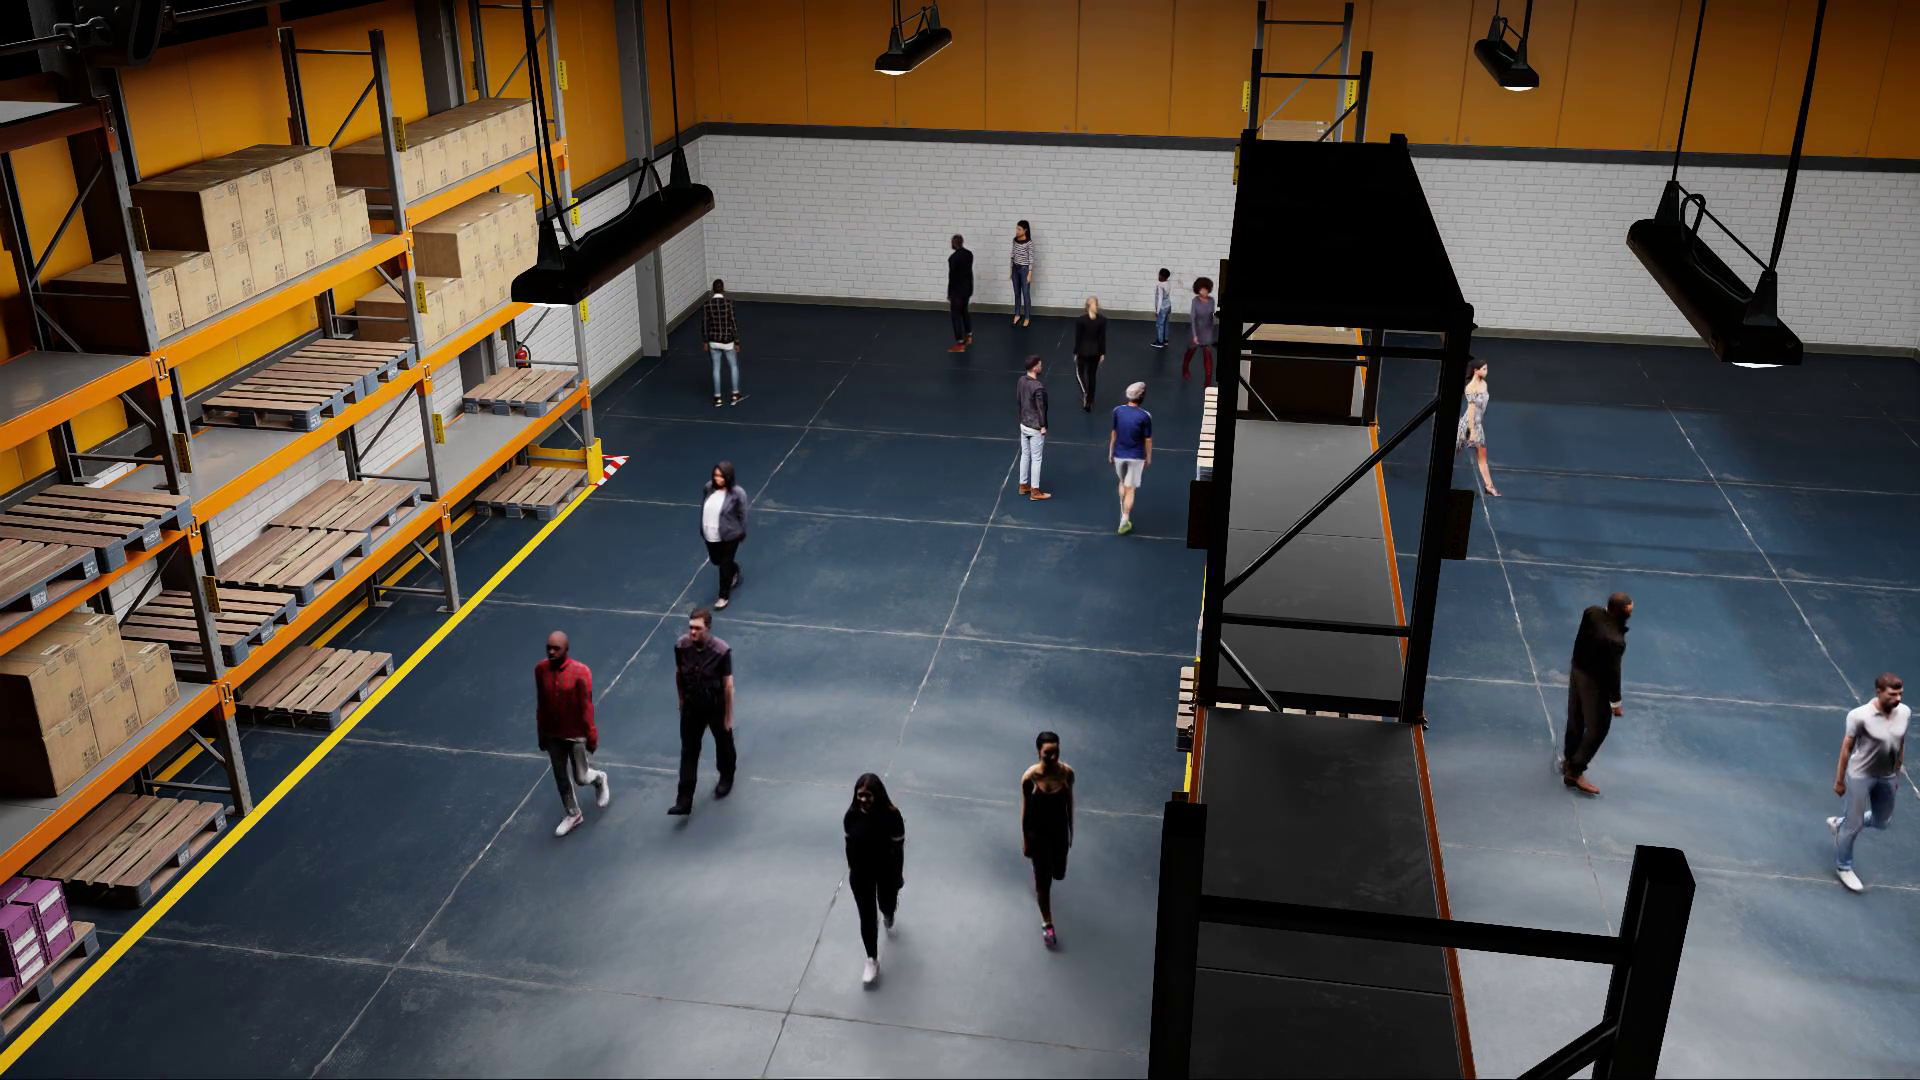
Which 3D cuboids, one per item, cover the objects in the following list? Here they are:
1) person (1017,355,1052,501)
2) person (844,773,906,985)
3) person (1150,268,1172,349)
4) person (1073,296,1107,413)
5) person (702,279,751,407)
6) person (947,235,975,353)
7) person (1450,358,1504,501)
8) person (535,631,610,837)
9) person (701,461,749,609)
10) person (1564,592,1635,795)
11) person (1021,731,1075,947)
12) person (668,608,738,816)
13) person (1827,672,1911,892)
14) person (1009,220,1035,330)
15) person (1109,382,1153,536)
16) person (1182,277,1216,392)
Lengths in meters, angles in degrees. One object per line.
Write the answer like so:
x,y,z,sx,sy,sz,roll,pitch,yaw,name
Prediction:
0.889,-1.393,20.465,0.786,1.837,0.725,-16,28,-31,person
-0.595,2.375,12.116,0.625,1.619,0.971,3,24,7,person
3.228,-3.713,26.491,0.622,1.260,0.539,18,30,36,person
1.821,-2.556,23.305,0.731,1.694,0.744,-4,24,-9,person
-3.415,-2.816,23.751,0.812,1.813,0.684,-3,24,-7,person
0.031,-3.911,26.286,1.081,1.788,0.891,14,27,30,person
6.190,-1.365,20.476,1.060,1.776,1.129,20,30,38,person
-3.218,1.535,13.799,0.744,1.811,0.908,8,25,17,person
-2.517,-0.102,17.835,0.821,1.578,1.035,10,26,22,person
5.457,1.224,14.435,0.996,1.871,0.783,-12,26,-26,person
0.632,2.167,12.479,0.783,1.710,0.986,-5,24,-12,person
-2.106,1.391,14.132,0.828,1.807,1.161,7,25,16,person
7.108,1.826,13.098,0.827,1.839,0.961,-3,24,-7,person
1.019,-4.377,27.341,0.649,1.797,0.655,20,30,37,person
1.955,-0.936,19.454,0.812,1.808,0.989,11,26,24,person
3.479,-3.030,24.423,0.914,1.667,1.225,-7,25,-15,person
